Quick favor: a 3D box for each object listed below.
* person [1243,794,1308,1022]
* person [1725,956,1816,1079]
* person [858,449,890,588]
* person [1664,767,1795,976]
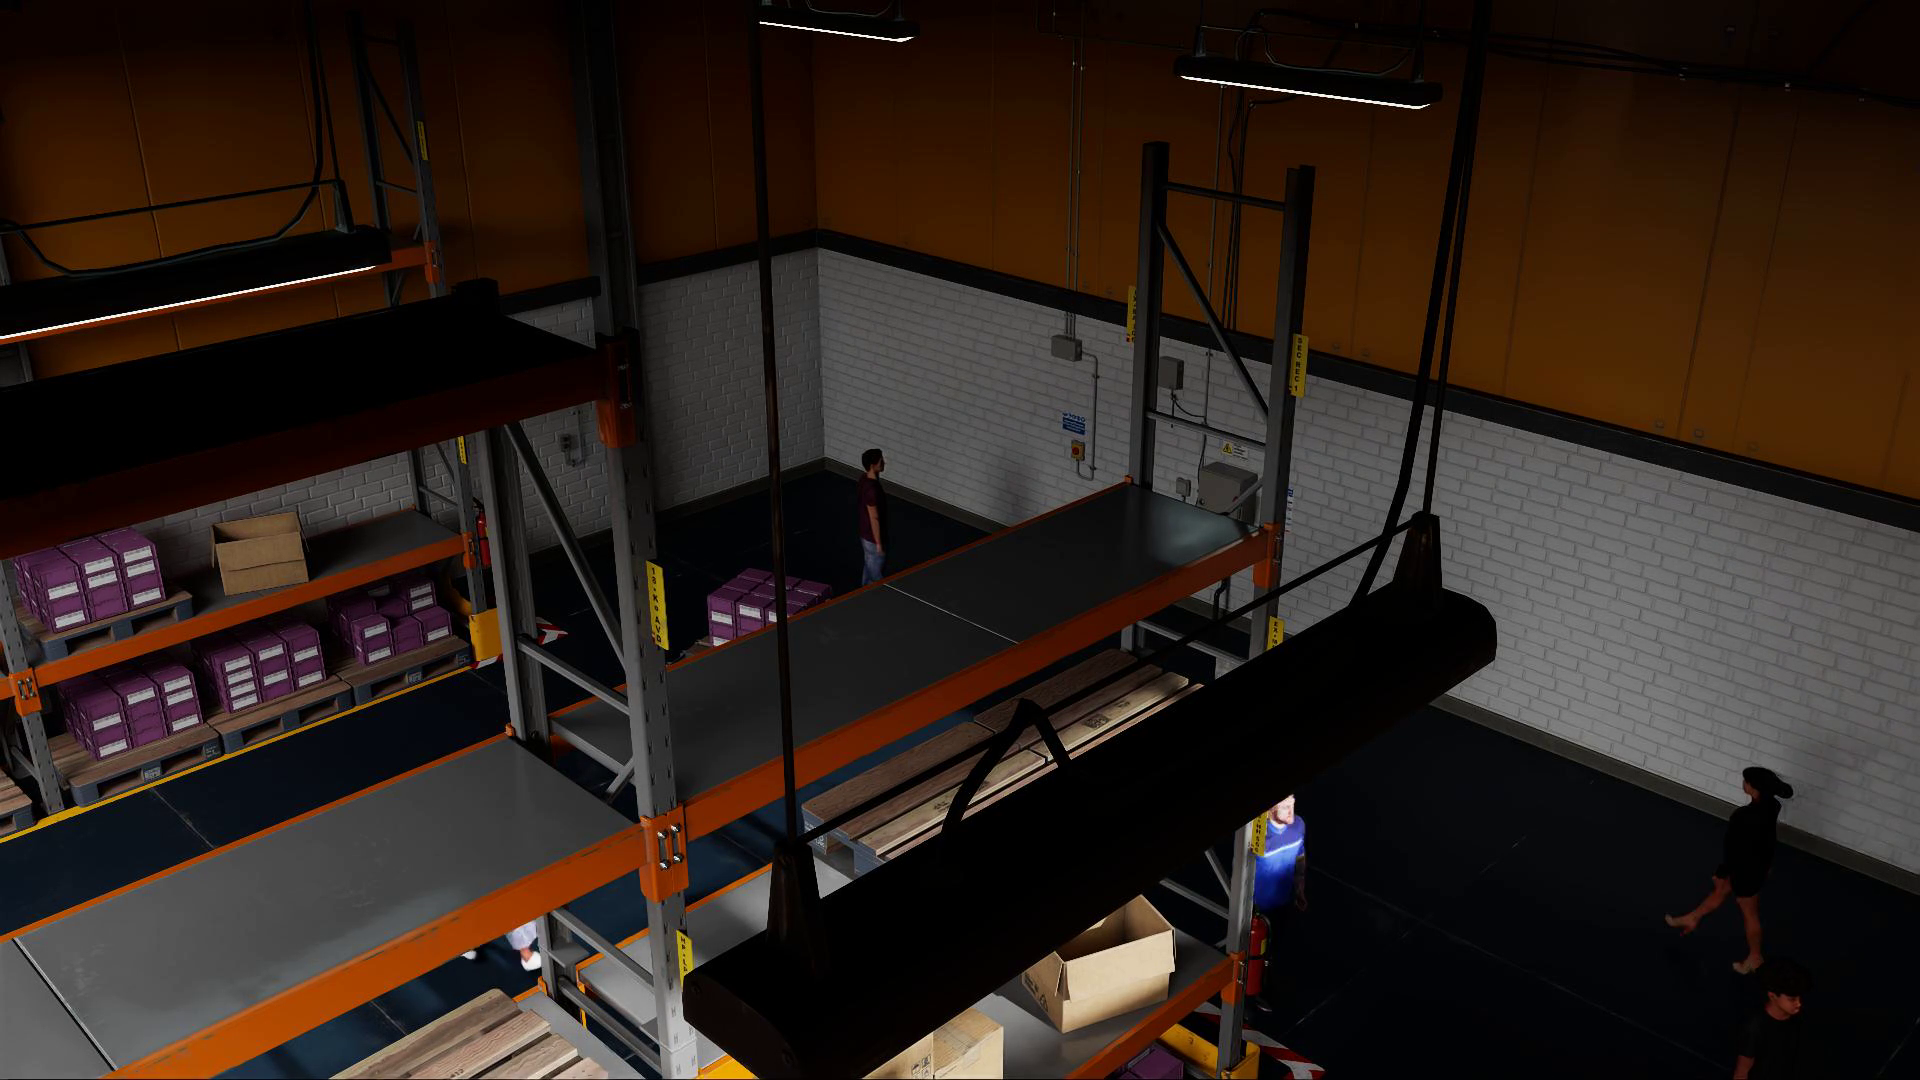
[{"bbox_3d":[1.994,2.385,11.209,0.608,1.828,0.773,-17,29,-34],"label":"person"},{"bbox_3d":[4.572,3.140,9.539,0.579,1.781,0.746,-13,27,-27],"label":"person"},{"bbox_3d":[-0.868,-0.051,16.747,0.737,1.855,0.738,-6,24,-13],"label":"person"},{"bbox_3d":[5.542,2.347,11.567,0.671,1.609,0.905,21,31,39],"label":"person"}]
